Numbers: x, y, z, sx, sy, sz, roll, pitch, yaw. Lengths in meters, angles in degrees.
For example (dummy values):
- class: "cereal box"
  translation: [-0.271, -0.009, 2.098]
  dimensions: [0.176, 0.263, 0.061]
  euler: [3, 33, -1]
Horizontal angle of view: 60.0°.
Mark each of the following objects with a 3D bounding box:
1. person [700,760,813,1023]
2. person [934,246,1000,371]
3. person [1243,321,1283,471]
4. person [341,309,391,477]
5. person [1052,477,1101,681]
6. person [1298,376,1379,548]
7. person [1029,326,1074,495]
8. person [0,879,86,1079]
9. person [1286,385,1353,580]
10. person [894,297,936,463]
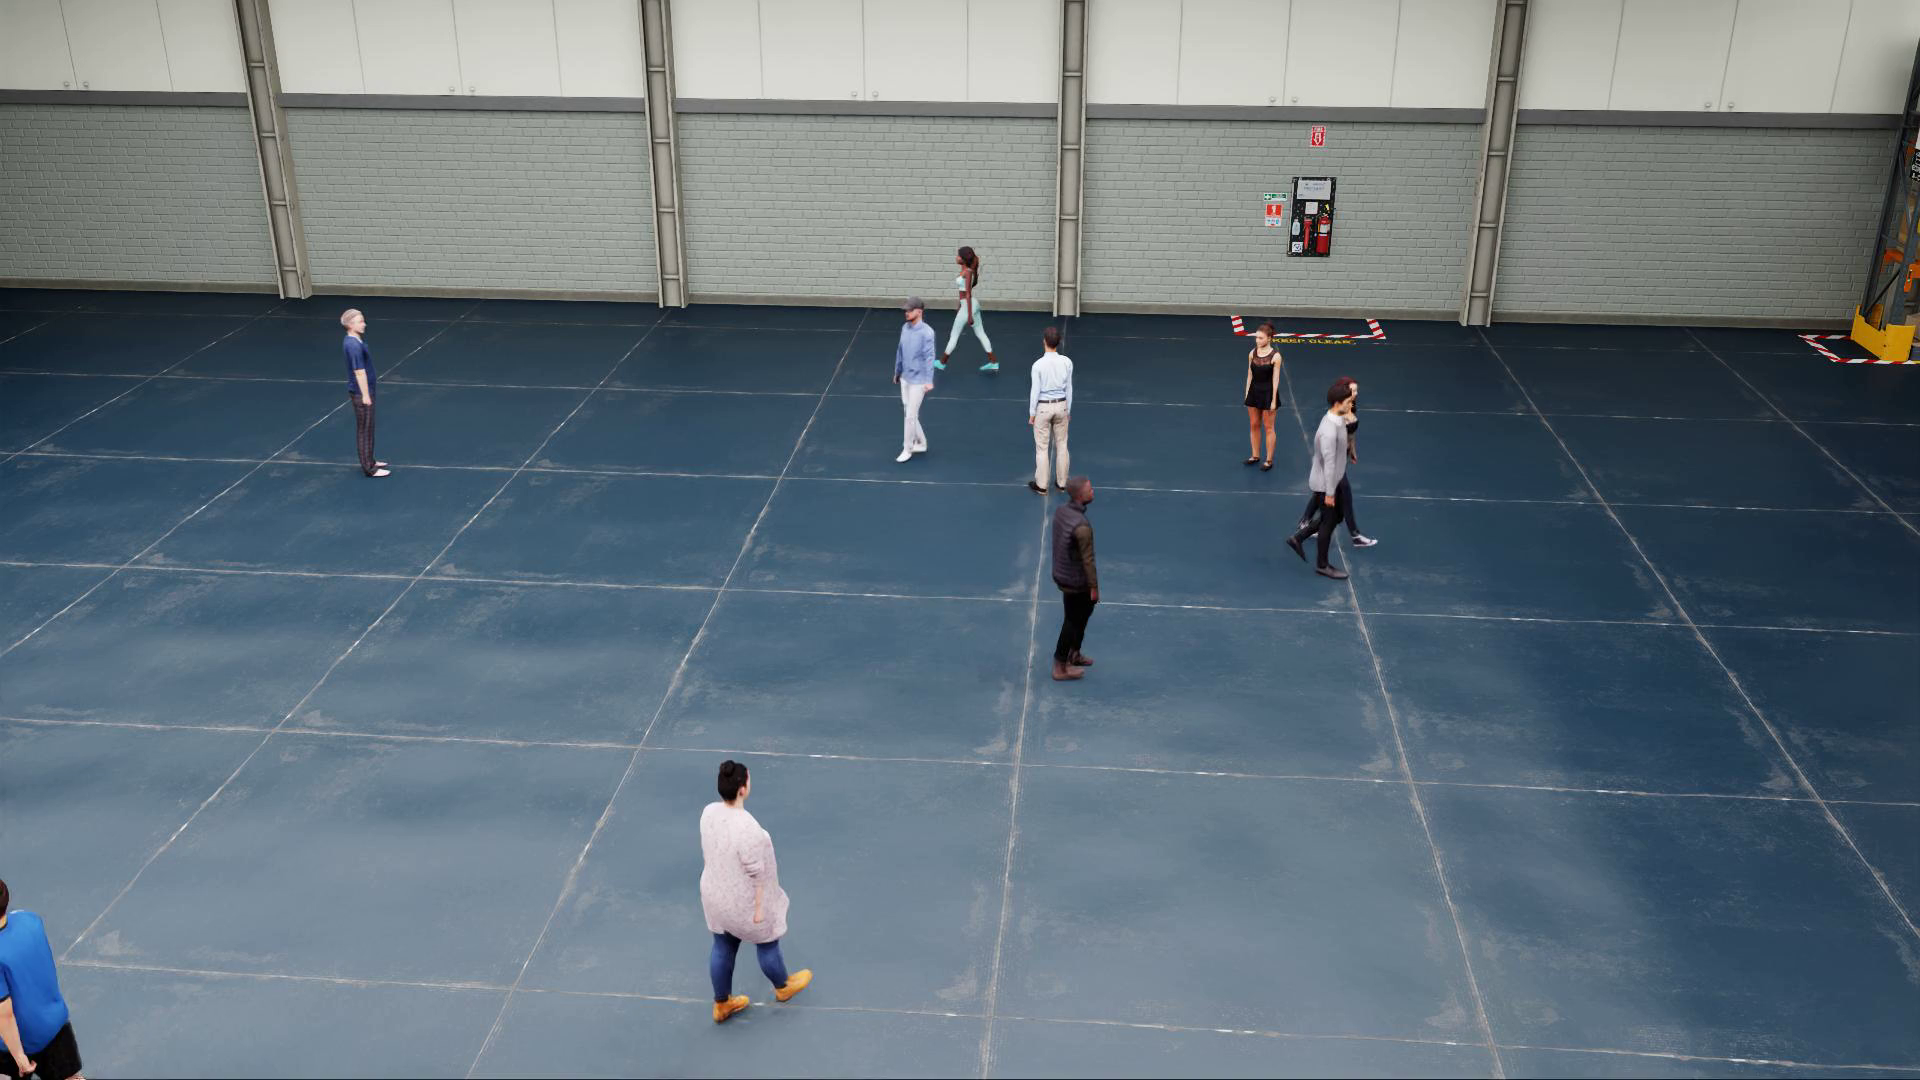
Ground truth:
- class: "person"
  translation: [-1.372, 2.111, 9.821]
  dimensions: [0.991, 1.727, 1.037]
  euler: [21, 31, 40]
- class: "person"
  translation: [0.189, -2.990, 21.884]
  dimensions: [1.161, 1.673, 0.581]
  euler: [2, 23, 4]
- class: "person"
  translation: [3.411, -1.627, 18.673]
  dimensions: [0.680, 1.679, 0.756]
  euler: [20, 30, 39]
- class: "person"
  translation: [-6.641, -1.645, 18.469]
  dimensions: [0.707, 1.870, 0.741]
  euler: [-8, 24, -18]
- class: "person"
  translation: [0.868, 0.334, 13.877]
  dimensions: [0.795, 1.823, 0.814]
  euler: [-6, 24, -13]
- class: "person"
  translation: [3.678, -0.789, 16.641]
  dimensions: [1.155, 1.727, 0.887]
  euler: [12, 26, 25]
- class: "person"
  translation: [0.976, -1.390, 17.900]
  dimensions: [0.678, 1.848, 0.795]
  euler: [-7, 24, -17]
- class: "person"
  translation: [-4.738, 2.545, 8.655]
  dimensions: [0.848, 1.841, 0.625]
  euler: [2, 23, 6]
- class: "person"
  translation: [3.428, -0.577, 15.915]
  dimensions: [0.996, 1.905, 0.888]
  euler: [7, 24, 16]
- class: "person"
  translation: [-0.486, -1.846, 18.938]
  dimensions: [0.937, 1.874, 0.877]
  euler: [-15, 28, -32]
